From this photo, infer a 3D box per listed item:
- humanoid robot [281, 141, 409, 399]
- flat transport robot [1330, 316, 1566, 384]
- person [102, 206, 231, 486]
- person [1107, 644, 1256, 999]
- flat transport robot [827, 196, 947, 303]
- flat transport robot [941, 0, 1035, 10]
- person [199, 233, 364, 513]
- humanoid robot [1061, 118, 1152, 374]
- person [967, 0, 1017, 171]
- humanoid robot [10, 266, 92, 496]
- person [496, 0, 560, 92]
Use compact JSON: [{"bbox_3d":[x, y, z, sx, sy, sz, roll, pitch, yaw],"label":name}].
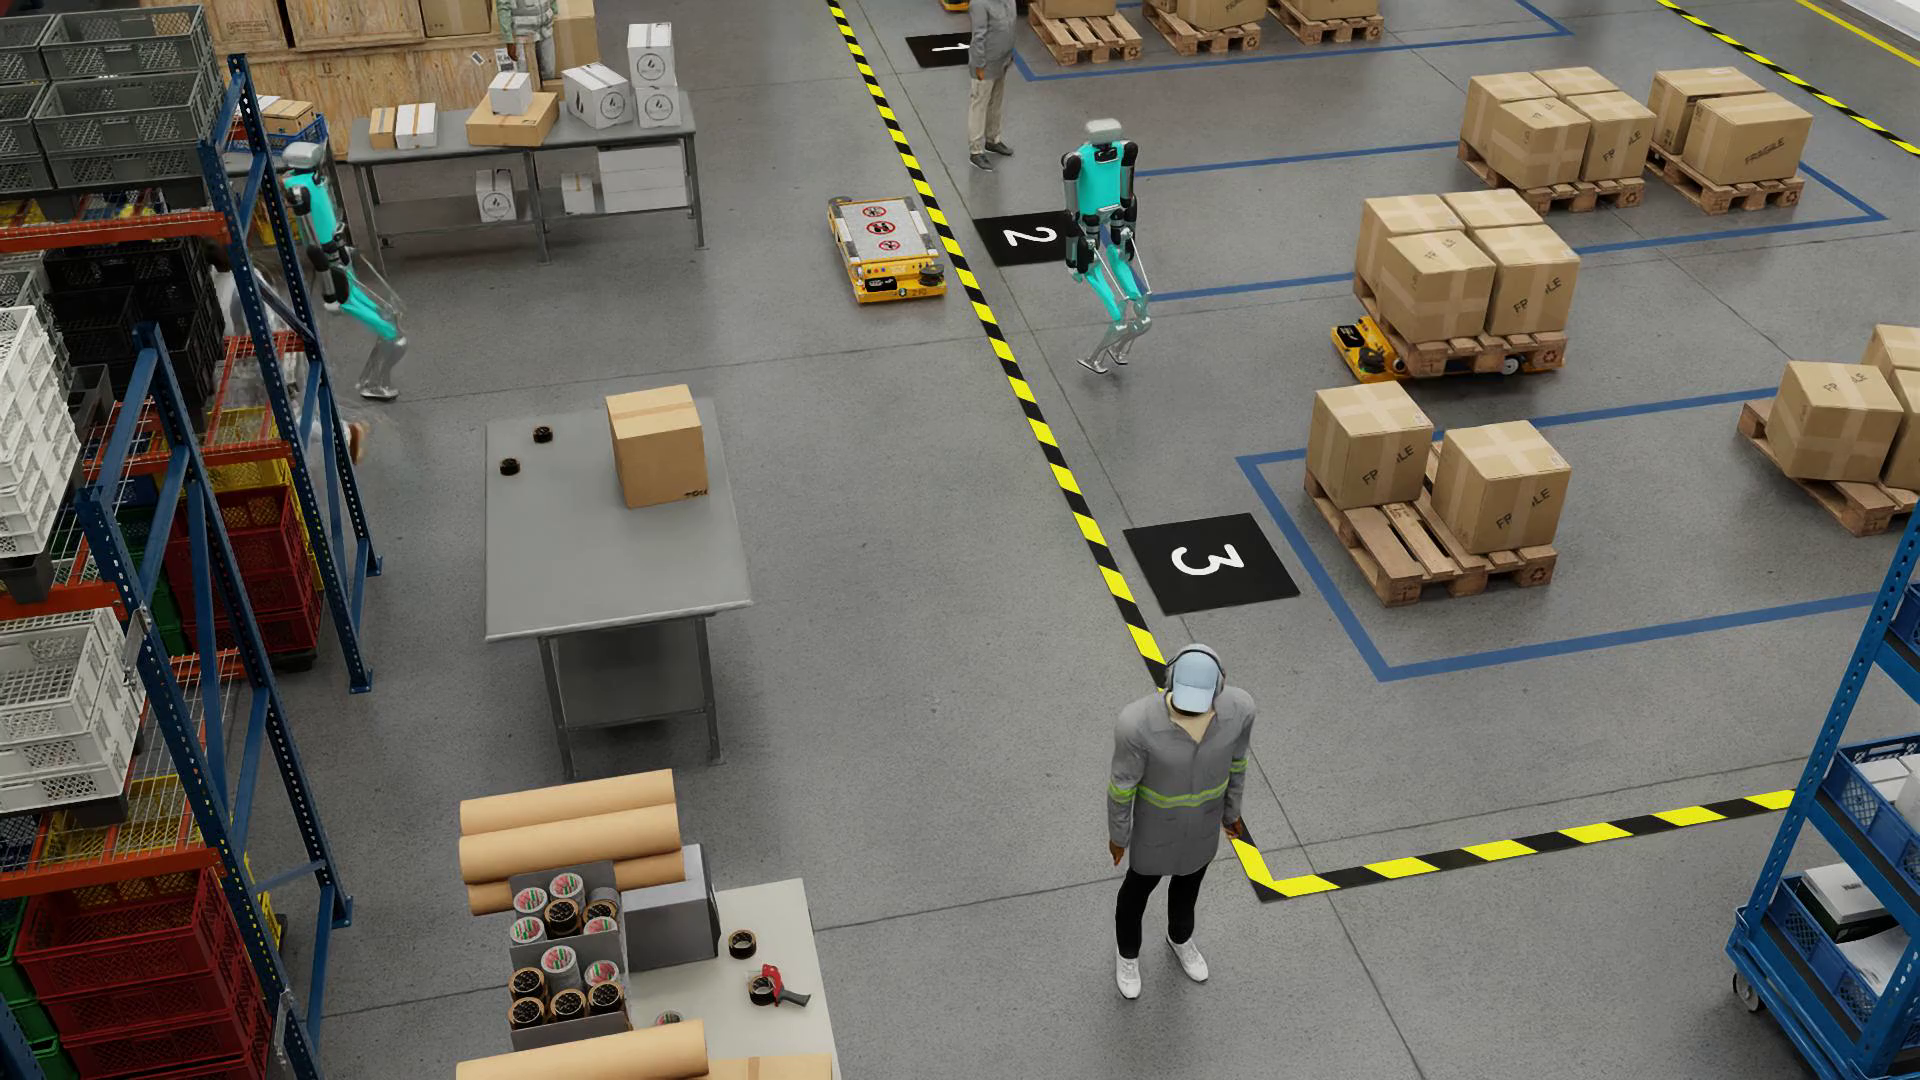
[{"bbox_3d":[-3.788,-1.670,10.566,0.678,1.786,0.563,-6,37,-8],"label":"humanoid robot"},{"bbox_3d":[3.332,-1.362,11.361,1.431,0.197,0.652,-5,37,-7],"label":"flat transport robot"},{"bbox_3d":[-4.640,-1.127,9.775,0.419,1.820,0.607,14,39,18],"label":"person"},{"bbox_3d":[0.880,1.134,6.703,0.596,1.849,0.385,-10,38,-13],"label":"person"},{"bbox_3d":[-0.570,-2.220,12.538,0.659,0.231,1.431,-8,37,-10],"label":"flat transport robot"},{"bbox_3d":[0.489,-5.737,17.242,1.431,0.197,0.652,-8,37,-10],"label":"flat transport robot"},{"bbox_3d":[-3.996,-1.048,9.629,0.585,1.860,0.691,29,45,33],"label":"person"},{"bbox_3d":[1.000,-1.813,10.651,0.533,1.673,0.735,-18,40,-22],"label":"humanoid robot"},{"bbox_3d":[0.258,-3.942,13.593,0.394,1.769,0.564,20,41,25],"label":"person"},{"bbox_3d":[-5.557,-0.917,9.521,0.777,1.749,0.551,4,37,6],"label":"humanoid robot"},{"bbox_3d":[-3.558,-4.230,13.843,0.411,1.939,0.603,24,43,29],"label":"person"}]
